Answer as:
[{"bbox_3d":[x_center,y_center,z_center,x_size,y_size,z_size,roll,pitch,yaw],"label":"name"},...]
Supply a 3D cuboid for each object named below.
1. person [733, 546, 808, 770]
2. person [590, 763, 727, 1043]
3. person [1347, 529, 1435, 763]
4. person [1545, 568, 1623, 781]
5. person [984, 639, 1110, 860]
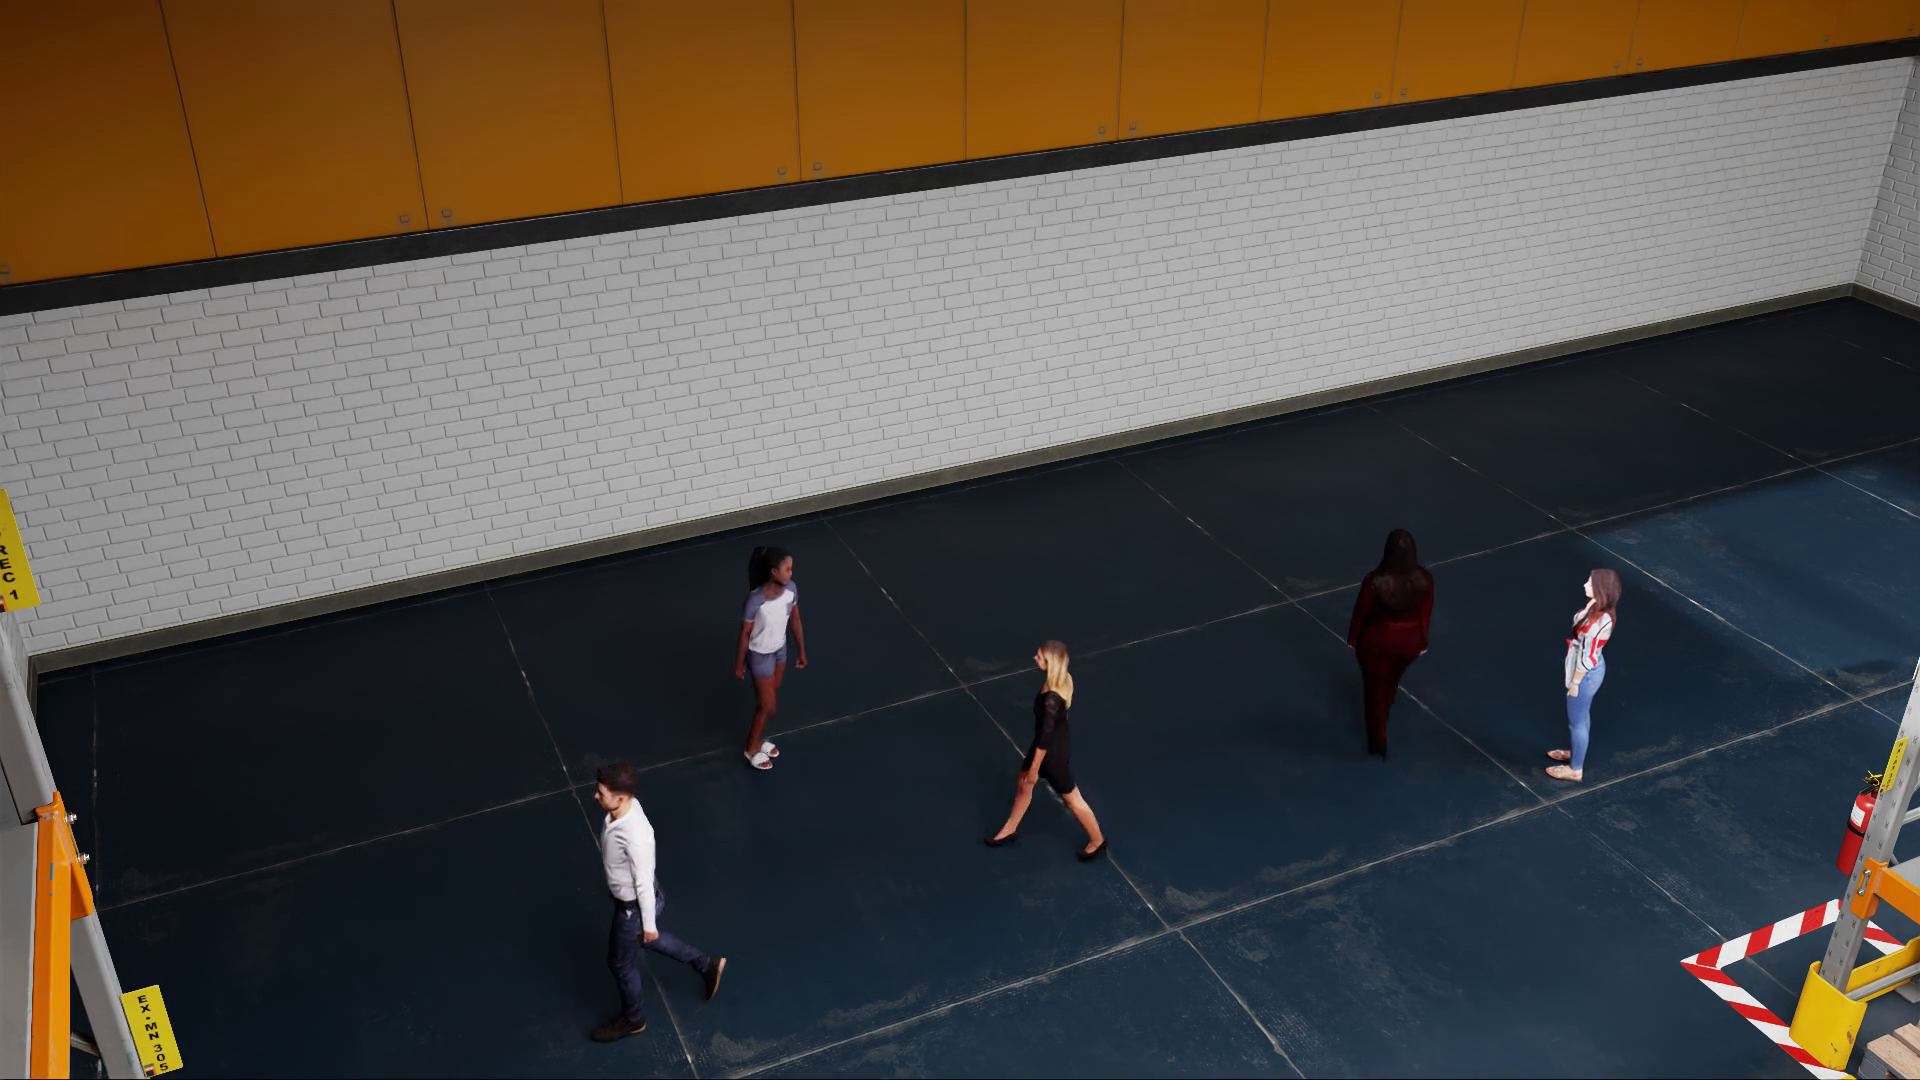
[{"bbox_3d":[-1.376,0.798,11.433,0.756,1.701,0.799,-23,36,-36],"label":"person"},{"bbox_3d":[-1.694,1.963,9.149,0.783,1.843,1.014,-8,30,-15],"label":"person"},{"bbox_3d":[2.992,0.775,11.439,0.789,1.735,0.883,-5,29,-9],"label":"person"},{"bbox_3d":[4.273,0.898,11.343,0.697,1.612,0.655,13,31,22],"label":"person"},{"bbox_3d":[0.665,1.376,10.446,0.980,1.631,1.052,3,29,6],"label":"person"}]
